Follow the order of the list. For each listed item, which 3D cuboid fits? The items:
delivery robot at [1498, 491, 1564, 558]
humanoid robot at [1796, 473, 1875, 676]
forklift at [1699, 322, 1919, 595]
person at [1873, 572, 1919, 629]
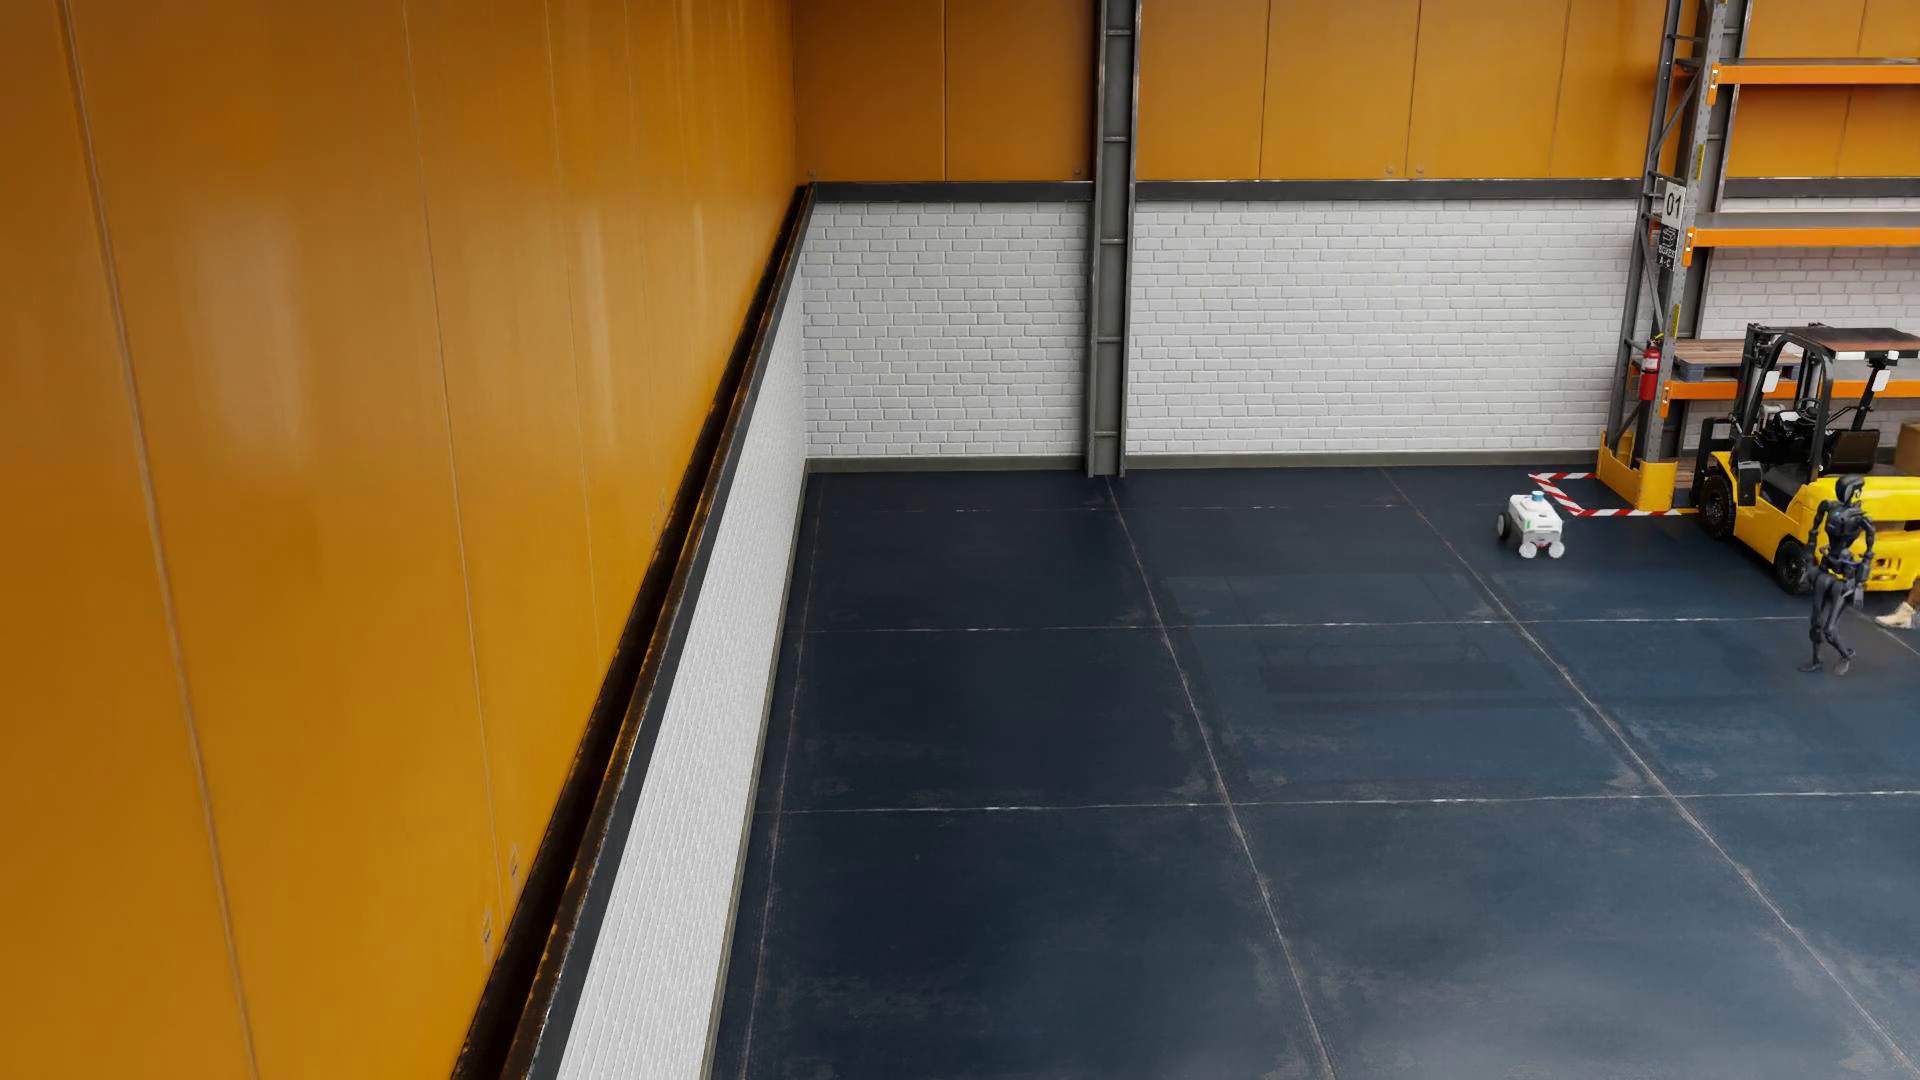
[{"bbox_3d":[5.390,-0.165,15.612,0.516,0.614,0.785,2,20,4],"label":"delivery robot"},{"bbox_3d":[6.767,0.256,12.821,0.376,1.641,0.611,-8,22,-21],"label":"humanoid robot"},{"bbox_3d":[7.809,-0.792,14.926,1.214,2.155,2.313,-1,20,-2],"label":"forklift"},{"bbox_3d":[8.198,-0.137,13.463,1.043,1.992,0.596,1,20,2],"label":"person"}]
